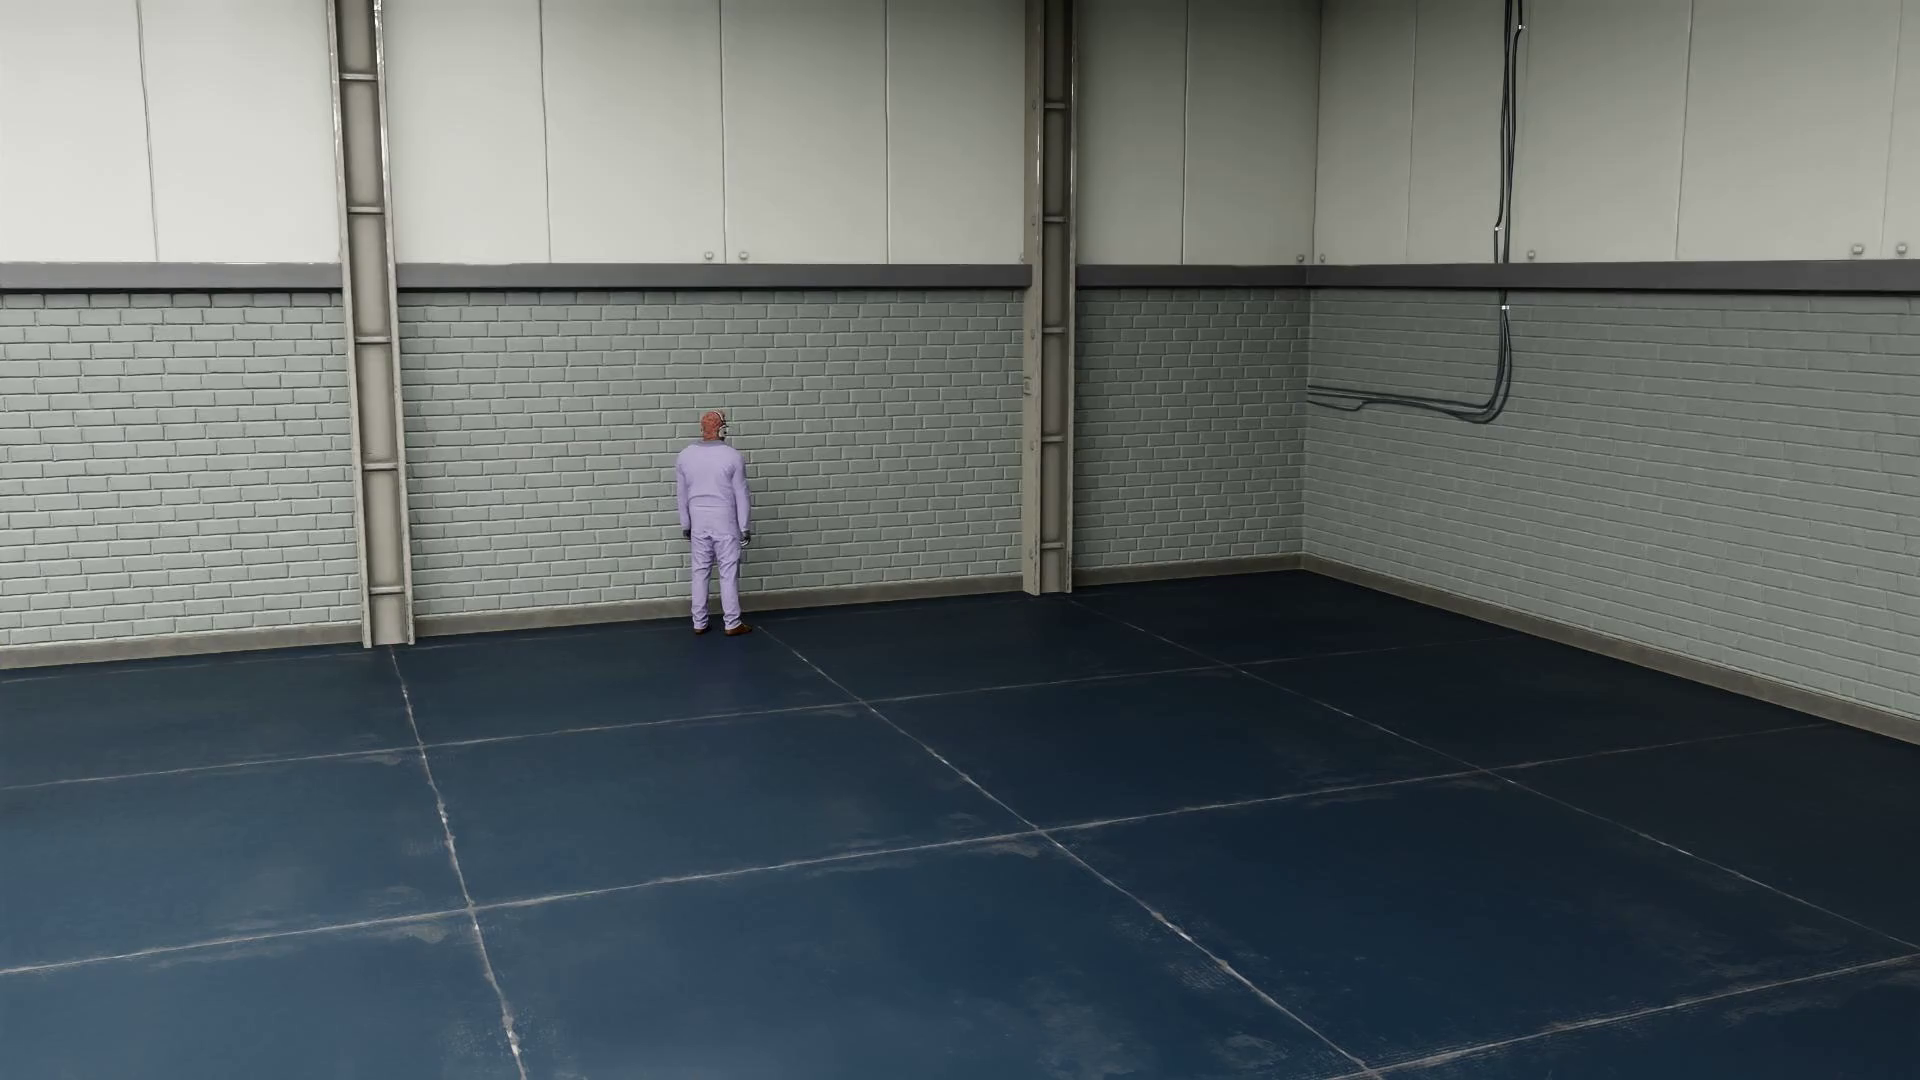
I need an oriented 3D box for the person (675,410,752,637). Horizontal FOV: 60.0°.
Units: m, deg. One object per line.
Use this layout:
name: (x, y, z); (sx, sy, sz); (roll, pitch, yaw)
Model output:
person: (-2.045, -0.137, 13.994); (0.651, 1.906, 0.409); (3, 10, 18)
